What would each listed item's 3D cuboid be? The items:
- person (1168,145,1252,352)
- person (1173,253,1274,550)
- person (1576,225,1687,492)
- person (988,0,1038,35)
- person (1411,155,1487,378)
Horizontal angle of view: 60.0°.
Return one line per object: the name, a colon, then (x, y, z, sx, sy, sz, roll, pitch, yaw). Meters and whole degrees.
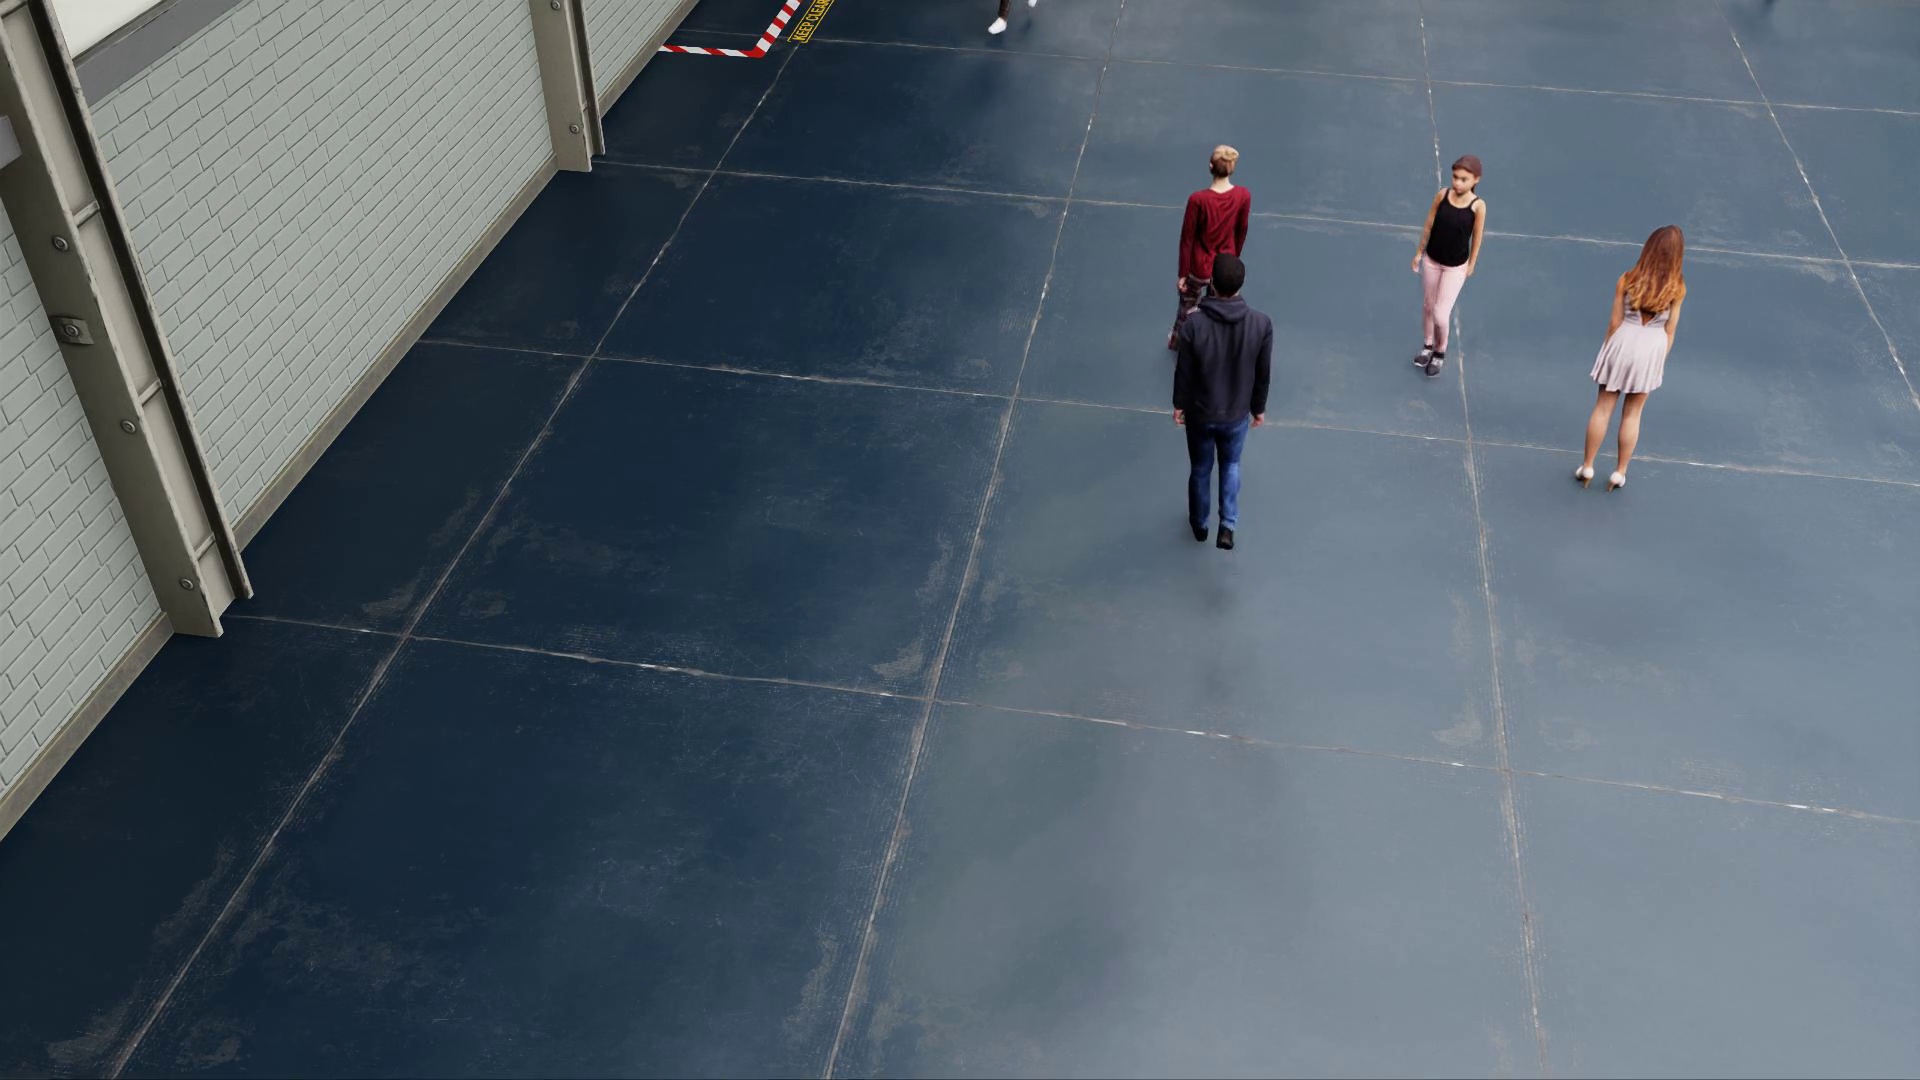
person: (1.665, -1.752, 10.891, 0.848, 1.674, 1.042, -6, 38, -8)
person: (1.468, -0.694, 9.371, 0.795, 1.881, 0.954, -1, 38, -1)
person: (4.010, -1.062, 9.933, 0.615, 1.769, 0.637, 14, 40, 18)
person: (0.541, -5.811, 16.084, 0.977, 1.669, 1.150, 31, 47, 33)
person: (3.280, -1.874, 11.149, 0.635, 1.549, 0.694, 27, 46, 30)
